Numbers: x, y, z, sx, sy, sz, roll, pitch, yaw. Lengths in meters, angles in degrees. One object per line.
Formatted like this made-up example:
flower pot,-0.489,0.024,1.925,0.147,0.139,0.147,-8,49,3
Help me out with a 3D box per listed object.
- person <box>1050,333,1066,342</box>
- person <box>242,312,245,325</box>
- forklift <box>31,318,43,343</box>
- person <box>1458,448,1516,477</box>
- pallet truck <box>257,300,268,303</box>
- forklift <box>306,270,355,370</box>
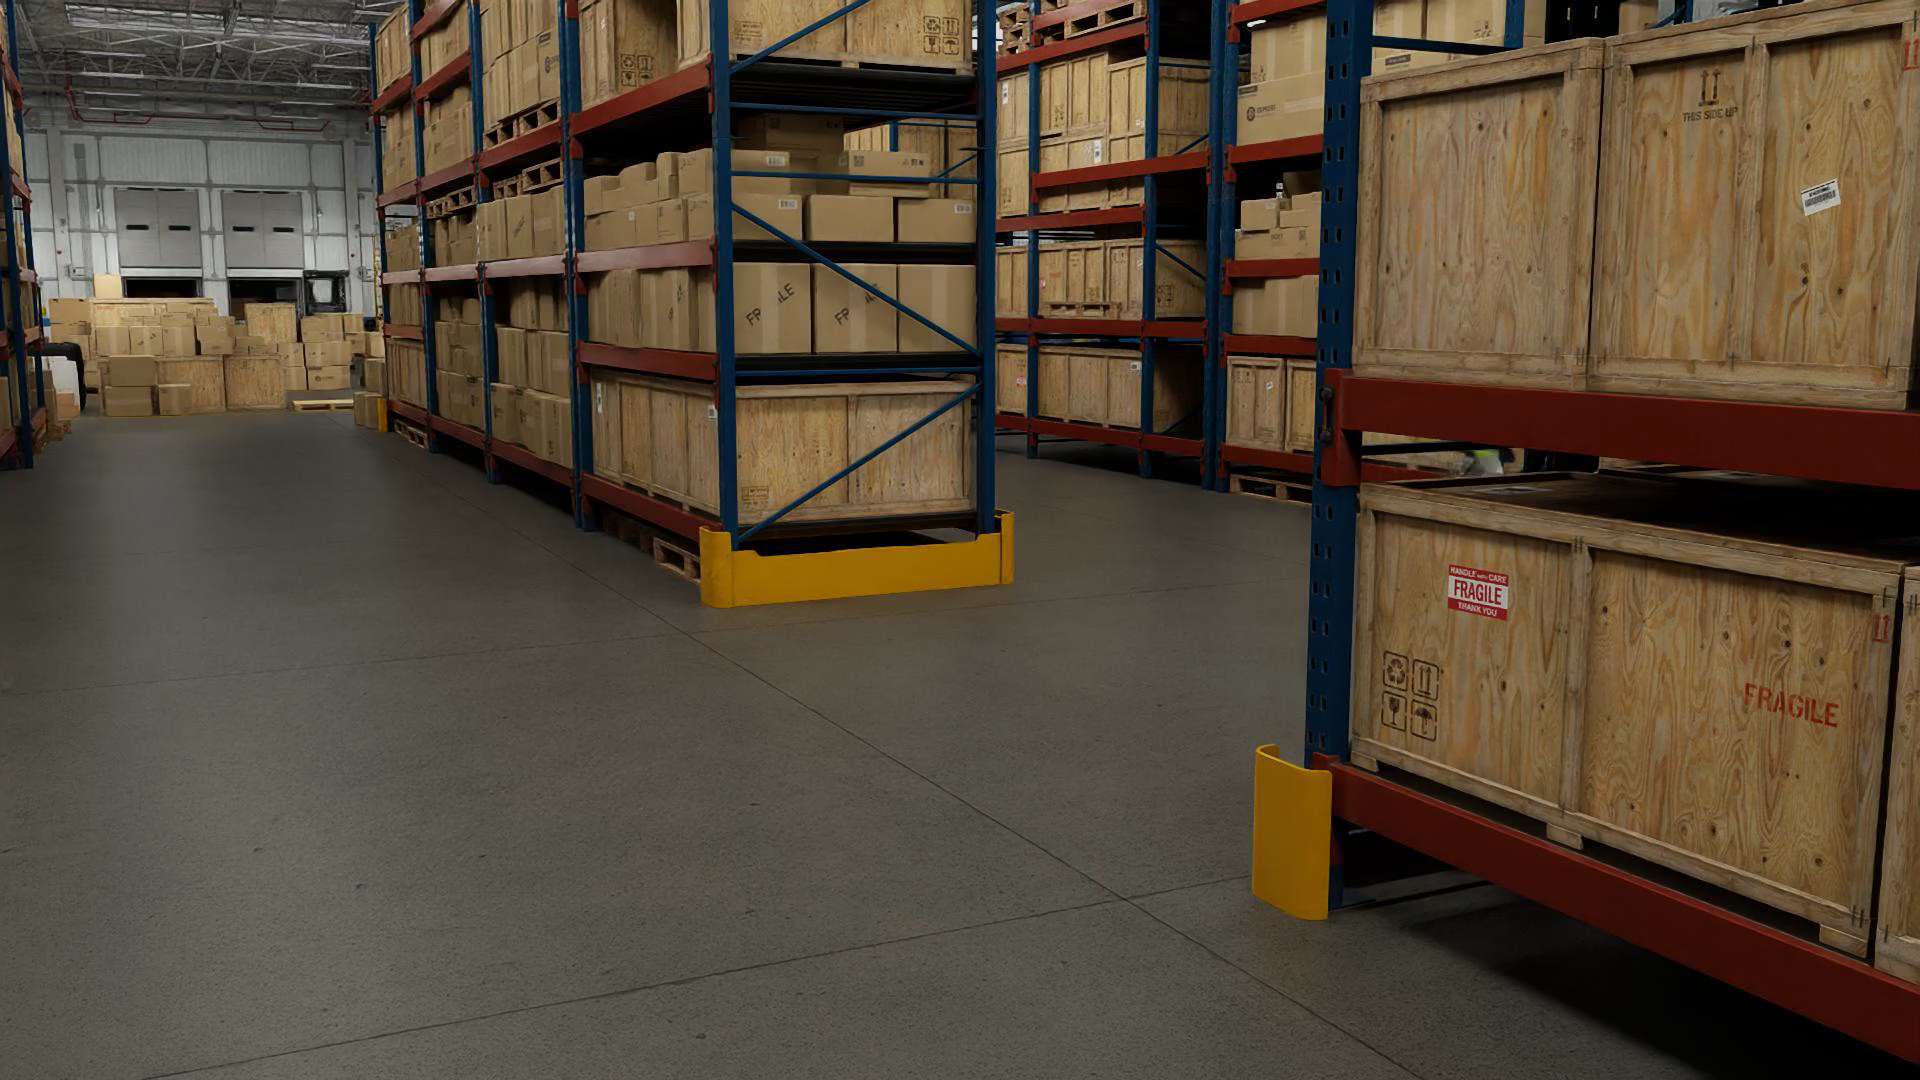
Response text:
person,1.931,-3.627,32.336,0.373,1.934,0.551,0,8,-1
person,-20.709,-5.854,48.599,0.780,1.670,0.535,-4,9,-23
forklift,-30.579,-7.277,54.267,1.129,2.768,1.873,-4,9,-26
person,4.161,-0.695,13.120,0.916,1.642,0.536,3,9,19
pallet truck,-23.913,-7.404,58.171,1.885,1.965,0.823,-1,8,-9
forklift,-17.916,-6.195,46.810,1.129,2.768,1.873,-5,10,-33
